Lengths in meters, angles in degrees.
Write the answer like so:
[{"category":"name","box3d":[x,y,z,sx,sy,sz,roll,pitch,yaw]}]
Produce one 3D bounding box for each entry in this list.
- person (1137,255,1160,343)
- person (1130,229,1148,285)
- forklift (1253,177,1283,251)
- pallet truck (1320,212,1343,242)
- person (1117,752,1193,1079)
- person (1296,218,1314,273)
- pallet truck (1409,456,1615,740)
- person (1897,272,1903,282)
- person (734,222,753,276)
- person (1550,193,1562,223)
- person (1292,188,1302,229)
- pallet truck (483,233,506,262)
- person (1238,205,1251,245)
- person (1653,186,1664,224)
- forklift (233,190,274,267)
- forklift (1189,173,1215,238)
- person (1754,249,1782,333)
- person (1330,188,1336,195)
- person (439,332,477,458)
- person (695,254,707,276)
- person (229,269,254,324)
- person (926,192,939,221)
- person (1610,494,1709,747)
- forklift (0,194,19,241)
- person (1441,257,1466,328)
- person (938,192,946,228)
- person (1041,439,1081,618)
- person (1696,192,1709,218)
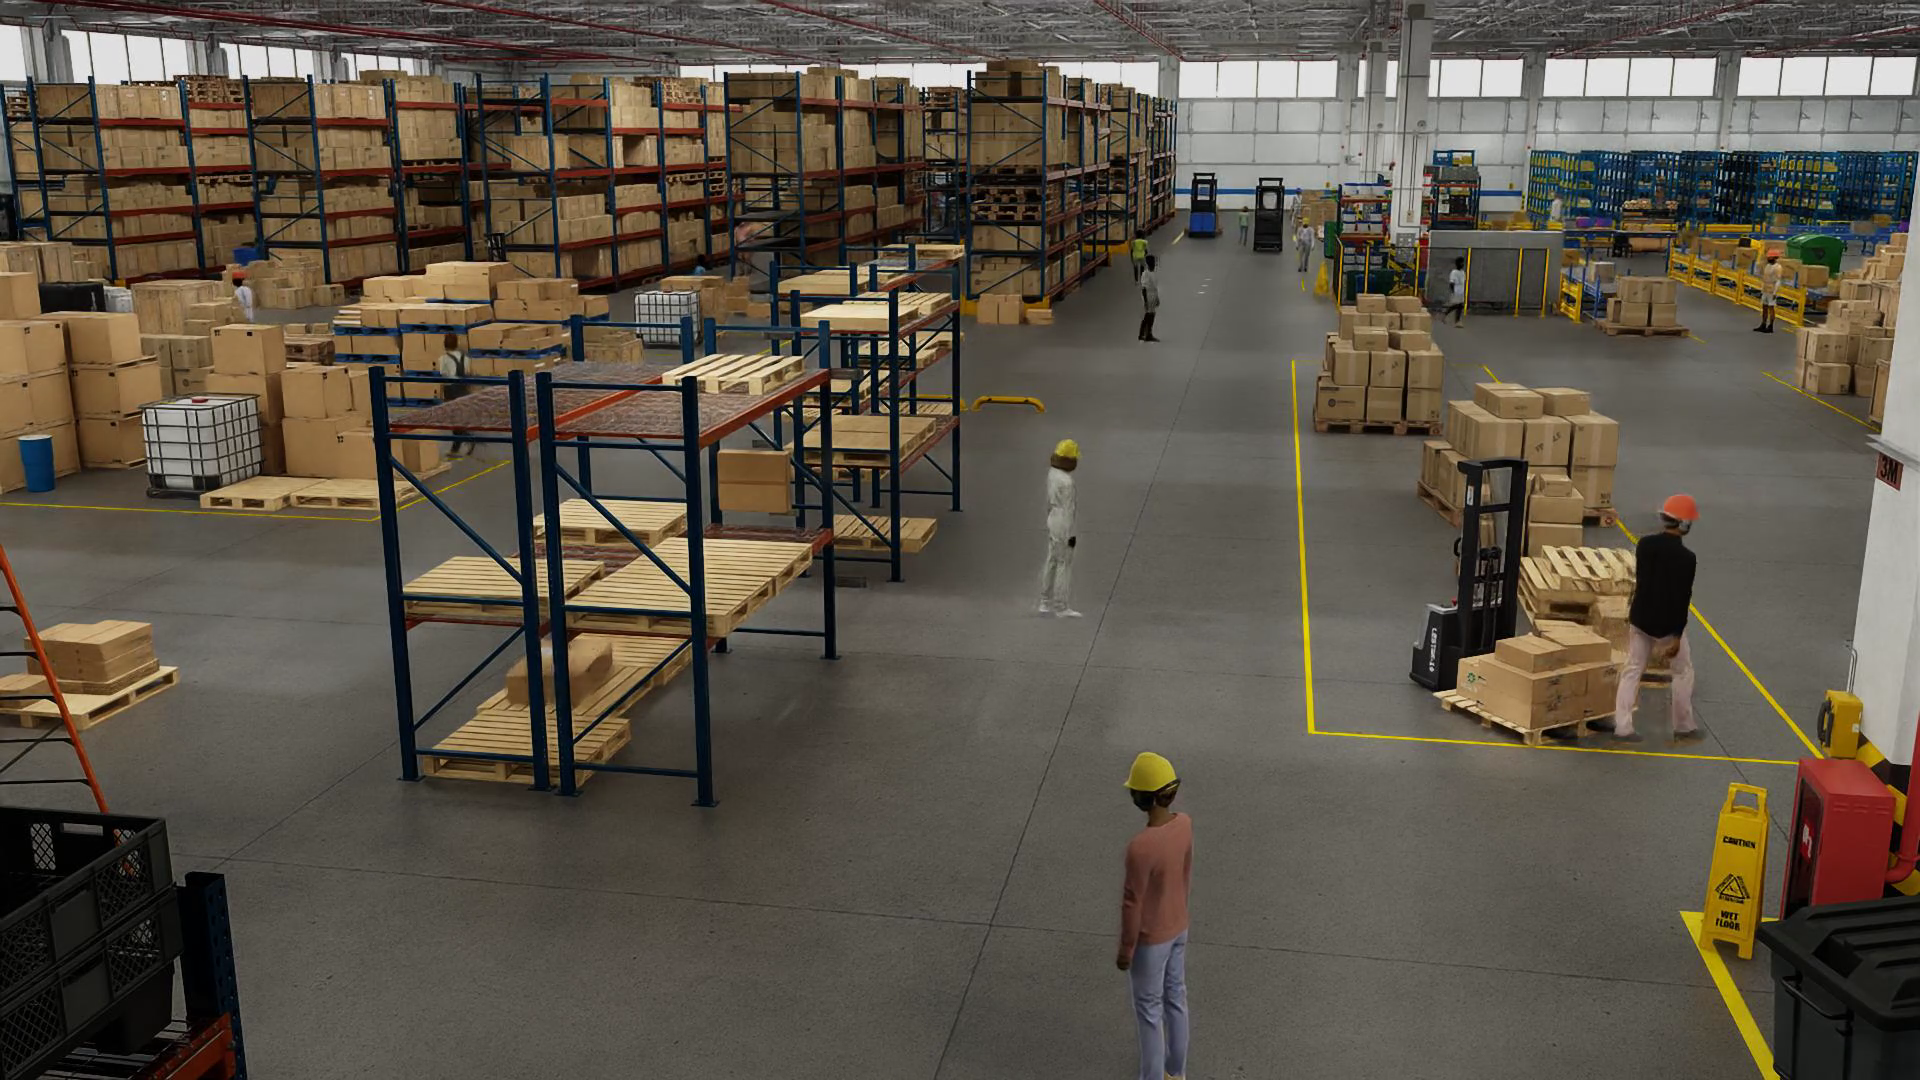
[{"category":"person","box3d":[4.202,-5.350,36.904,0.421,1.928,0.650,9,16,31]},{"category":"person","box3d":[5.445,-8.614,50.669,0.538,1.674,0.689,1,14,5]},{"category":"forklift","box3d":[12.083,-12.747,64.956,1.129,2.768,1.873,3,14,10]},{"category":"pallet truck","box3d":[15.874,-13.227,70.310,0.680,1.201,1.601,10,17,35]},{"category":"person","box3d":[0.916,1.863,7.955,0.333,1.761,0.522,10,17,35]},{"category":"person","box3d":[11.424,-9.757,55.079,0.602,1.786,0.927,4,14,15]},{"category":"pallet truck","box3d":[4.504,0.400,13.395,0.823,1.965,1.885,-6,15,-23]},{"category":"person","box3d":[20.413,-5.086,35.579,0.673,2.000,0.535,2,14,9]},{"category":"person","box3d":[-7.035,-9.499,53.811,0.675,1.889,0.454,4,14,15]},{"category":"person","box3d":[26.664,-14.576,74.427,0.651,1.889,0.659,13,19,43]},{"category":"person","box3d":[16.123,-15.869,79.552,0.605,1.948,0.387,-8,16,-29]},{"category":"pallet truck","box3d":[-11.832,-7.026,43.548,1.885,1.965,0.823,8,16,28]},{"category":"person","box3d":[11.643,-12.868,68.033,0.515,1.617,0.347,6,15,22]},{"category":"person","box3d":[33.987,-16.257,81.127,0.616,1.944,0.966,-11,18,-39]},{"category":"forklift","box3d":[-21.266,-9.321,51.049,1.873,2.768,1.129,3,14,10]},{"category":"forklift","box3d":[10.590,-14.589,72.436,1.129,2.768,1.873,2,14,10]},{"category":"person","box3d":[18.766,-5.774,38.628,0.424,1.928,0.560,-3,14,-12]},{"category":"person","box3d":[19.340,-17.412,86.333,0.817,1.685,0.551,-1,14,-4]},{"category":"person","box3d":[-7.148,-2.048,23.696,0.618,1.822,0.534,8,16,29]},{"category":"person","box3d":[-6.407,-6.175,40.742,0.650,1.674,0.536,2,14,7]},{"category":"person","box3d":[-14.286,-4.474,33.362,0.868,1.912,0.551,1,14,4]},{"category":"person","box3d":[-1.482,-17.522,86.426,0.858,1.864,0.747,-8,16,-30]},{"category":"person","box3d":[5.382,0.610,12.603,0.899,1.954,0.634,-6,15,-22]},{"category":"forklift","box3d":[-27.681,-8.605,48.141,1.129,2.768,1.873,3,14,10]},{"category":"person","box3d":[11.820,-5.904,39.611,0.548,1.686,0.448,-11,18,-39]},{"category":"person","box3d":[-0.844,-16.056,80.433,0.546,1.879,1.000,2,14,10]},{"category":"person","box3d":[0.995,-0.116,16.025,0.328,1.743,0.493,-5,15,-18]},{"category":"person","box3d":[35.571,-15.894,79.954,0.726,1.812,0.400,6,15,23]}]
